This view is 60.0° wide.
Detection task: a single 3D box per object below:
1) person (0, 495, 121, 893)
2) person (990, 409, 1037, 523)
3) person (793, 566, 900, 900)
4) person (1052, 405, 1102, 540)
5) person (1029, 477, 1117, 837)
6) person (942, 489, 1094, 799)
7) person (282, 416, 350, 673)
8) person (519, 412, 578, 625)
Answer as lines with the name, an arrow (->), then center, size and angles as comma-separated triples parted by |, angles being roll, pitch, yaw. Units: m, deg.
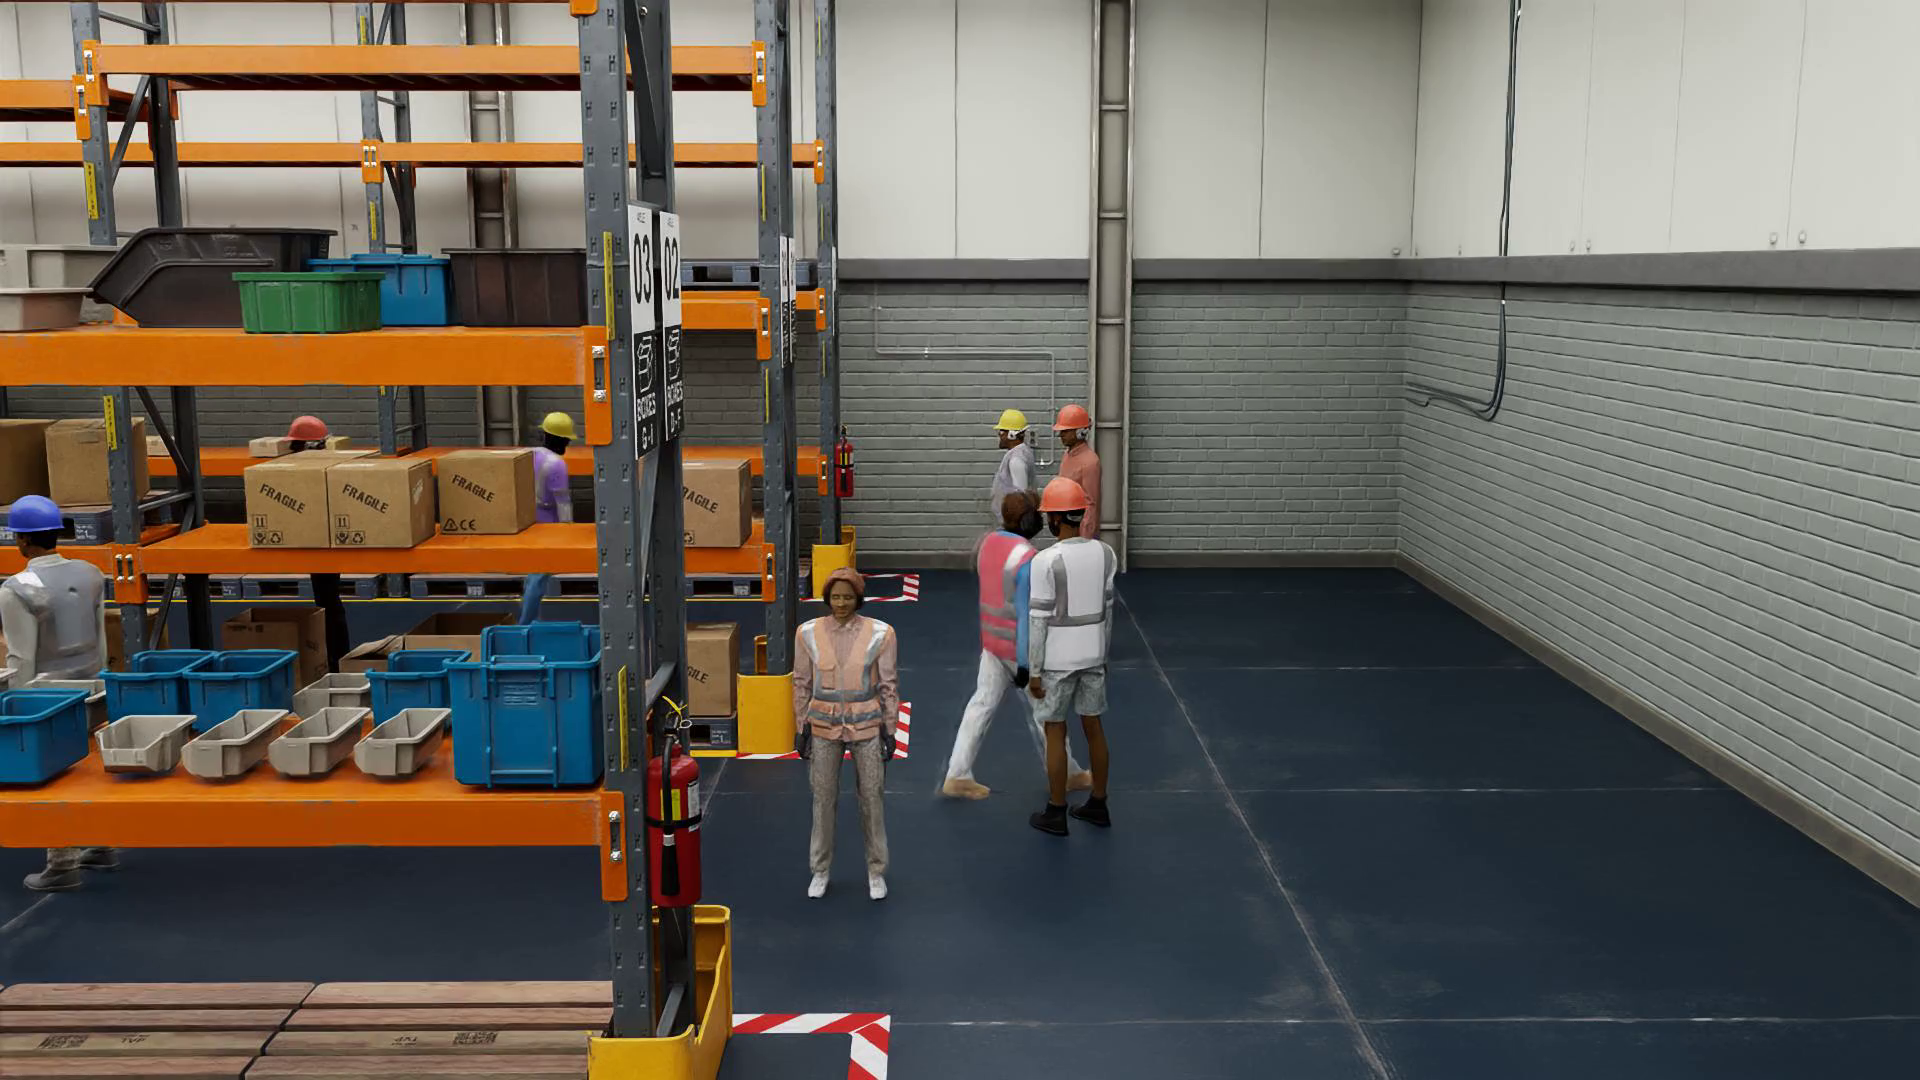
person -> -4.425, 0.746, 8.135 | 0.404, 1.945, 0.615 | 2, 10, 13
person -> 0.464, -0.210, 14.347 | 0.404, 1.835, 0.590 | 1, 9, 5
person -> -0.543, 0.929, 7.994 | 0.513, 1.630, 0.318 | 1, 9, 4
person -> 0.905, -0.069, 13.026 | 0.405, 1.986, 0.612 | -2, 10, -15
person -> 0.575, 0.624, 8.954 | 0.548, 1.929, 0.388 | -6, 11, -31
person -> 0.321, 0.599, 9.521 | 0.962, 1.802, 0.625 | -5, 11, -29
person -> -4.597, 0.104, 11.927 | 0.387, 1.996, 0.611 | -4, 10, -24
person -> -3.396, -0.105, 13.565 | 0.574, 1.873, 0.628 | -9, 13, -43
